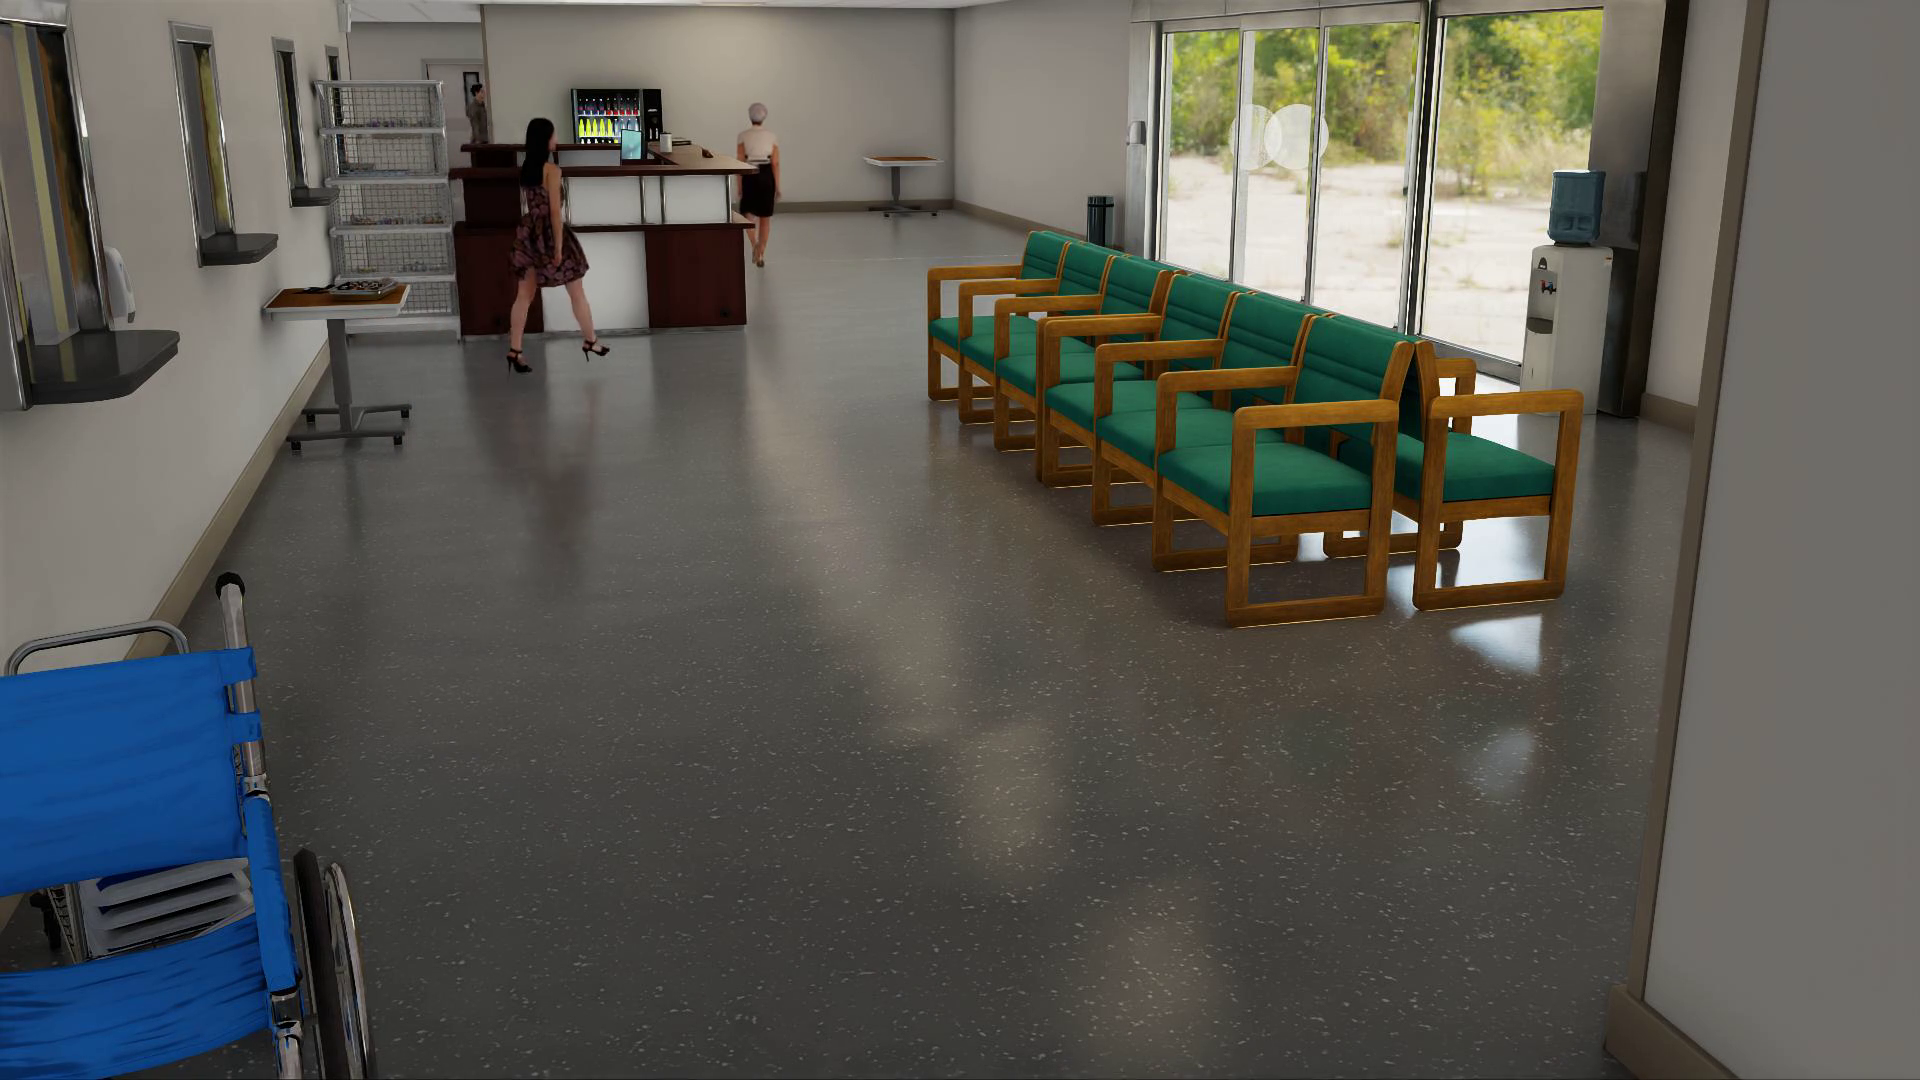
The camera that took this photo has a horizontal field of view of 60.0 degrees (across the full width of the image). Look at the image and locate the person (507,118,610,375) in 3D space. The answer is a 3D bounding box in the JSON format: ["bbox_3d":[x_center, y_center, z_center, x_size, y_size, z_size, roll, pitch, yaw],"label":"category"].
[{"bbox_3d":[-2.922,-1.963,11.443,1.094,1.714,1.201,10,19,33],"label":"person"}]

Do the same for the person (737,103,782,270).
[{"bbox_3d":[-2.149,-3.769,17.793,0.719,1.743,0.714,-3,16,-10],"label":"person"}]

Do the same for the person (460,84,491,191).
[{"bbox_3d":[-8.202,-6.772,28.243,1.094,1.854,0.932,2,16,8],"label":"person"}]
